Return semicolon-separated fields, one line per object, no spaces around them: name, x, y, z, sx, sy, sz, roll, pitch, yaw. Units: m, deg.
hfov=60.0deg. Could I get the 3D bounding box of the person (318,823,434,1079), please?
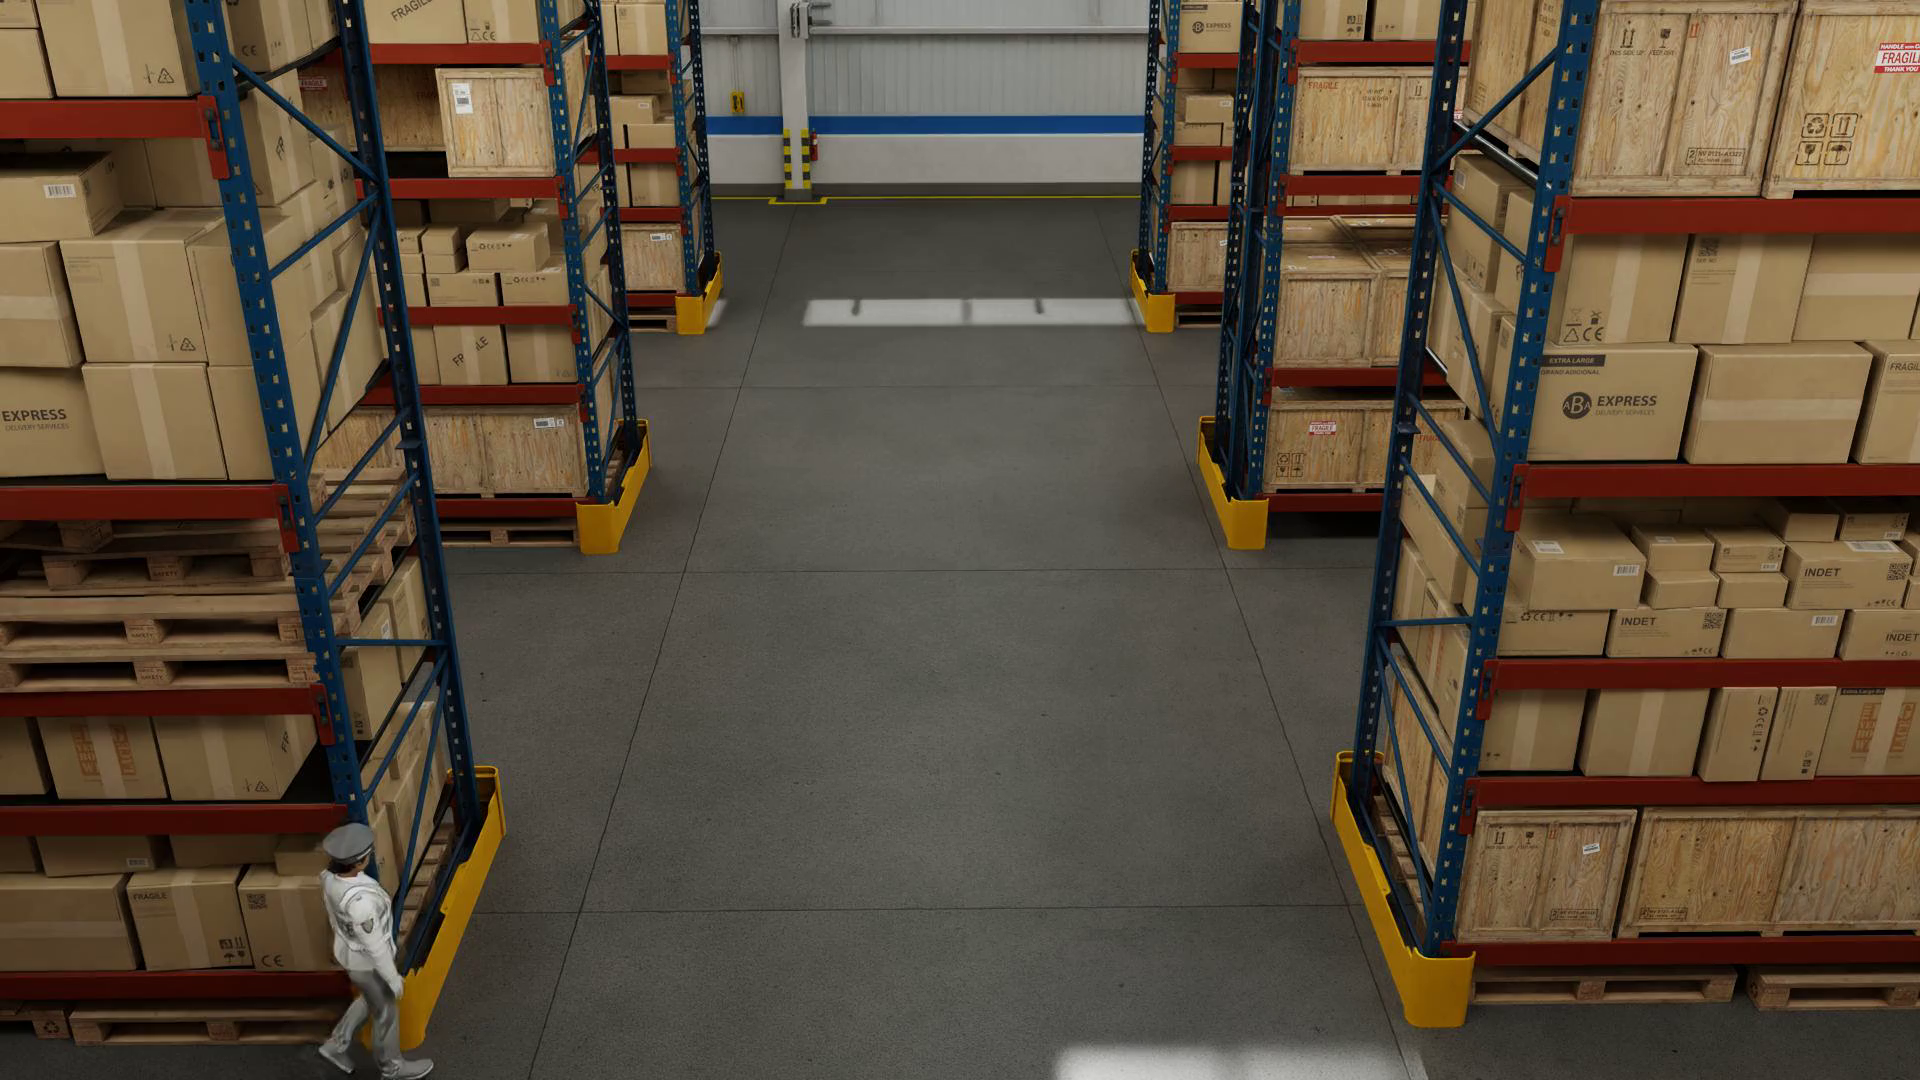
person;-3.259;2.300;9.034;0.547;1.667;0.498;-19;31;-34
